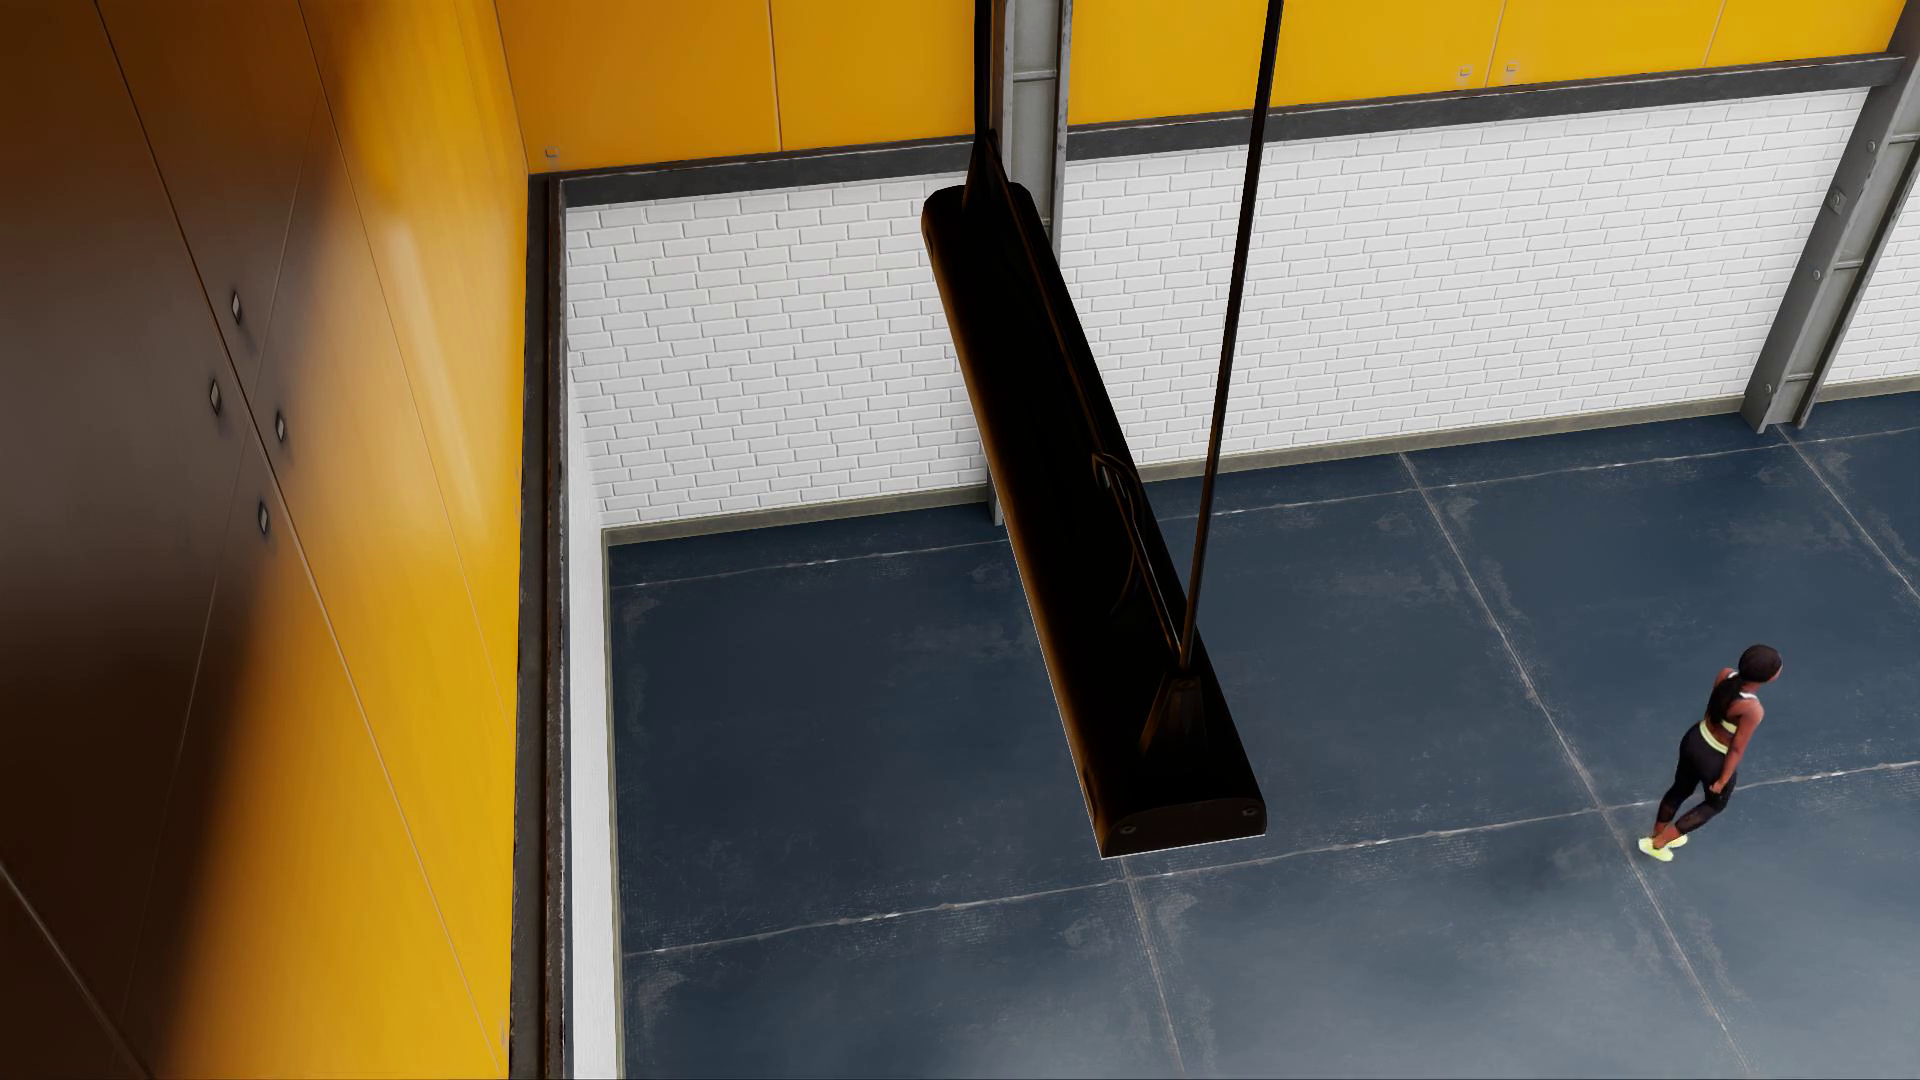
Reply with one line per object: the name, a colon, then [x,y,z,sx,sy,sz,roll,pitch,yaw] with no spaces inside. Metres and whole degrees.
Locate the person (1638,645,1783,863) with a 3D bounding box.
person: [4.143,1.245,9.410,0.655,1.742,0.578,-10,45,-11]
